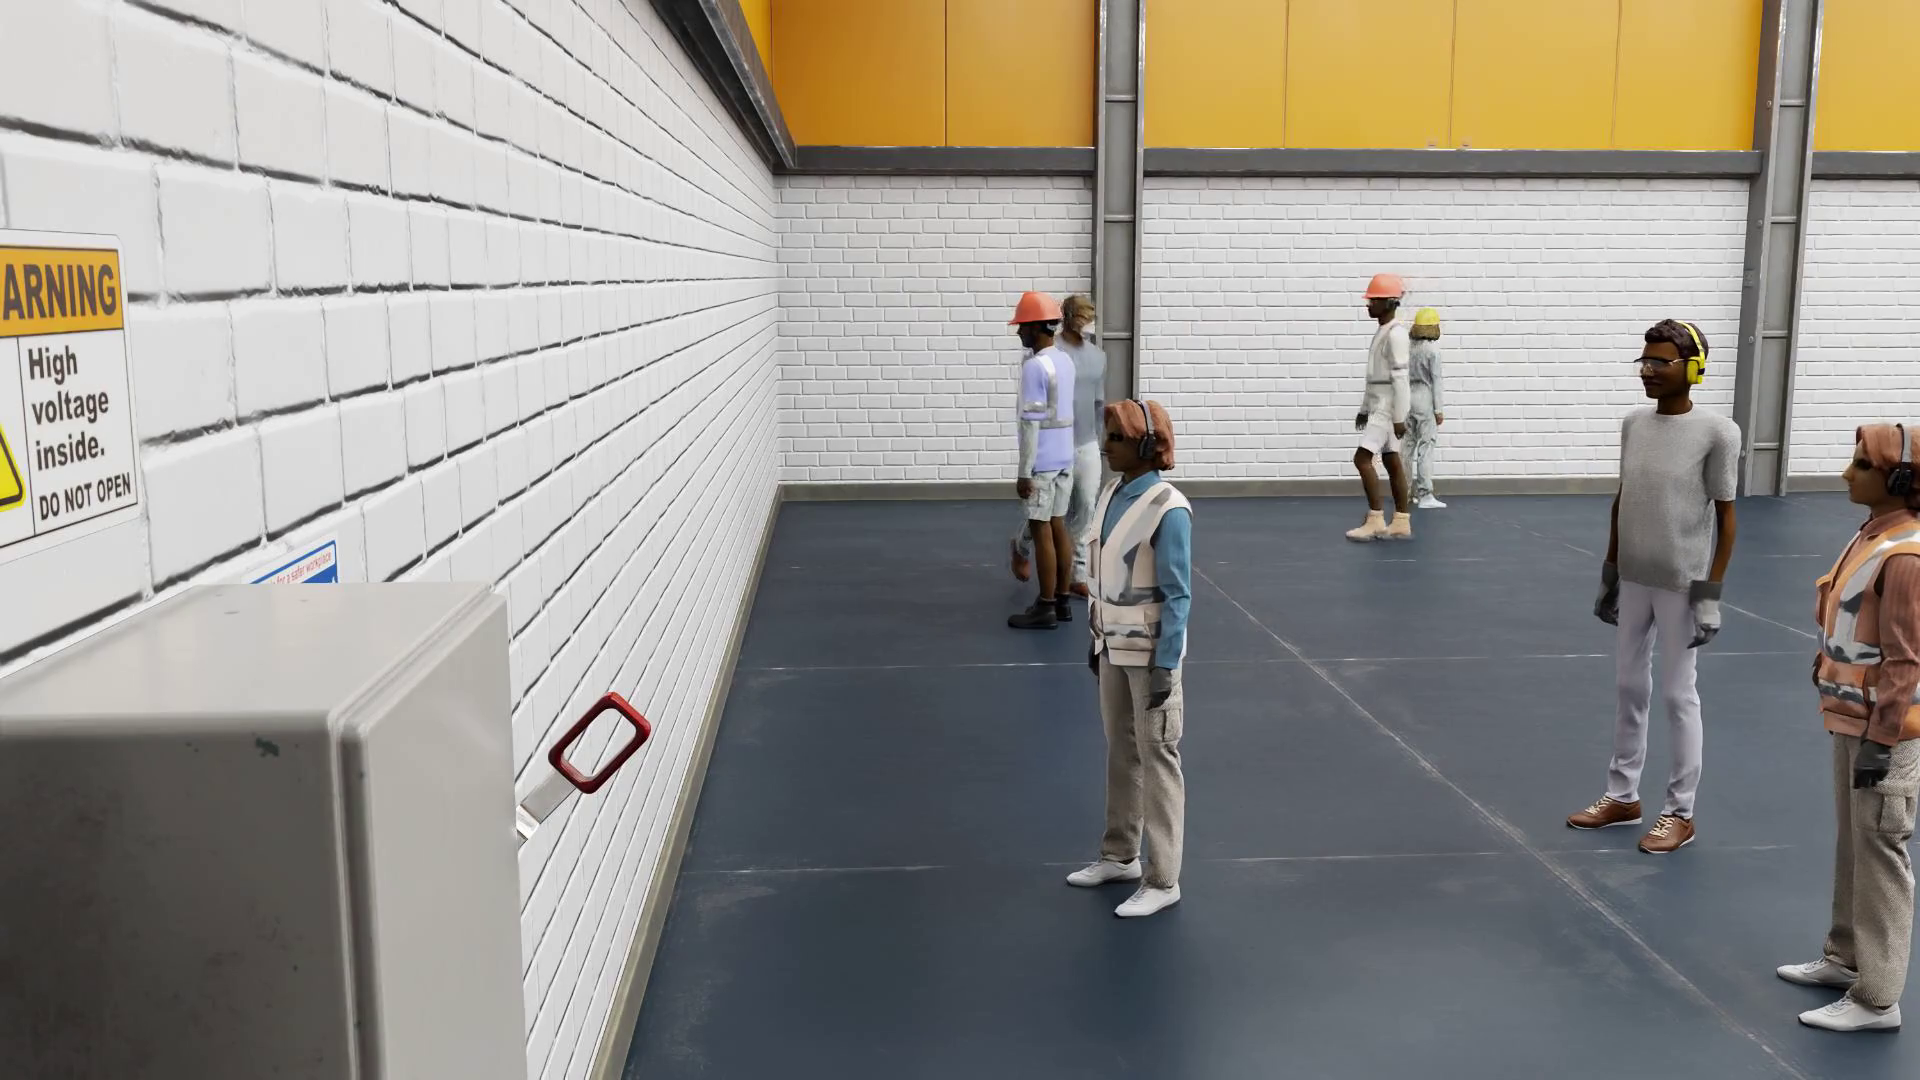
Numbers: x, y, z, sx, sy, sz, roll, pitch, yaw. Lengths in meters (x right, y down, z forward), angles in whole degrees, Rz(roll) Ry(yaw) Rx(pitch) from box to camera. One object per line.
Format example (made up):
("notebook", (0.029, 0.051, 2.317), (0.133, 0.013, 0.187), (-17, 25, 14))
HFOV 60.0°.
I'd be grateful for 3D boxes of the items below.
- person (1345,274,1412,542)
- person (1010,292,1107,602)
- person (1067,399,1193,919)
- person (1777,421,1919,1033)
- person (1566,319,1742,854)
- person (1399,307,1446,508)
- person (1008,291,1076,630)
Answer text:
("person", (3.174, -0.997, 12.640), (0.684, 2.023, 0.607), (1, 9, 8))
("person", (0.639, -0.589, 10.423), (0.636, 1.922, 0.669), (-7, 11, -36))
("person", (0.559, 0.369, 5.293), (0.311, 1.642, 0.513), (-4, 10, -22))
("person", (2.452, 0.498, 4.474), (0.307, 1.644, 0.514), (3, 9, 17))
("person", (2.465, 0.162, 5.873), (0.327, 1.874, 0.518), (-5, 10, -27))
("person", (4.044, -1.152, 14.523), (0.295, 1.744, 0.485), (-5, 10, -28))
("person", (0.457, -0.454, 9.556), (0.383, 1.929, 0.540), (4, 10, 25))
